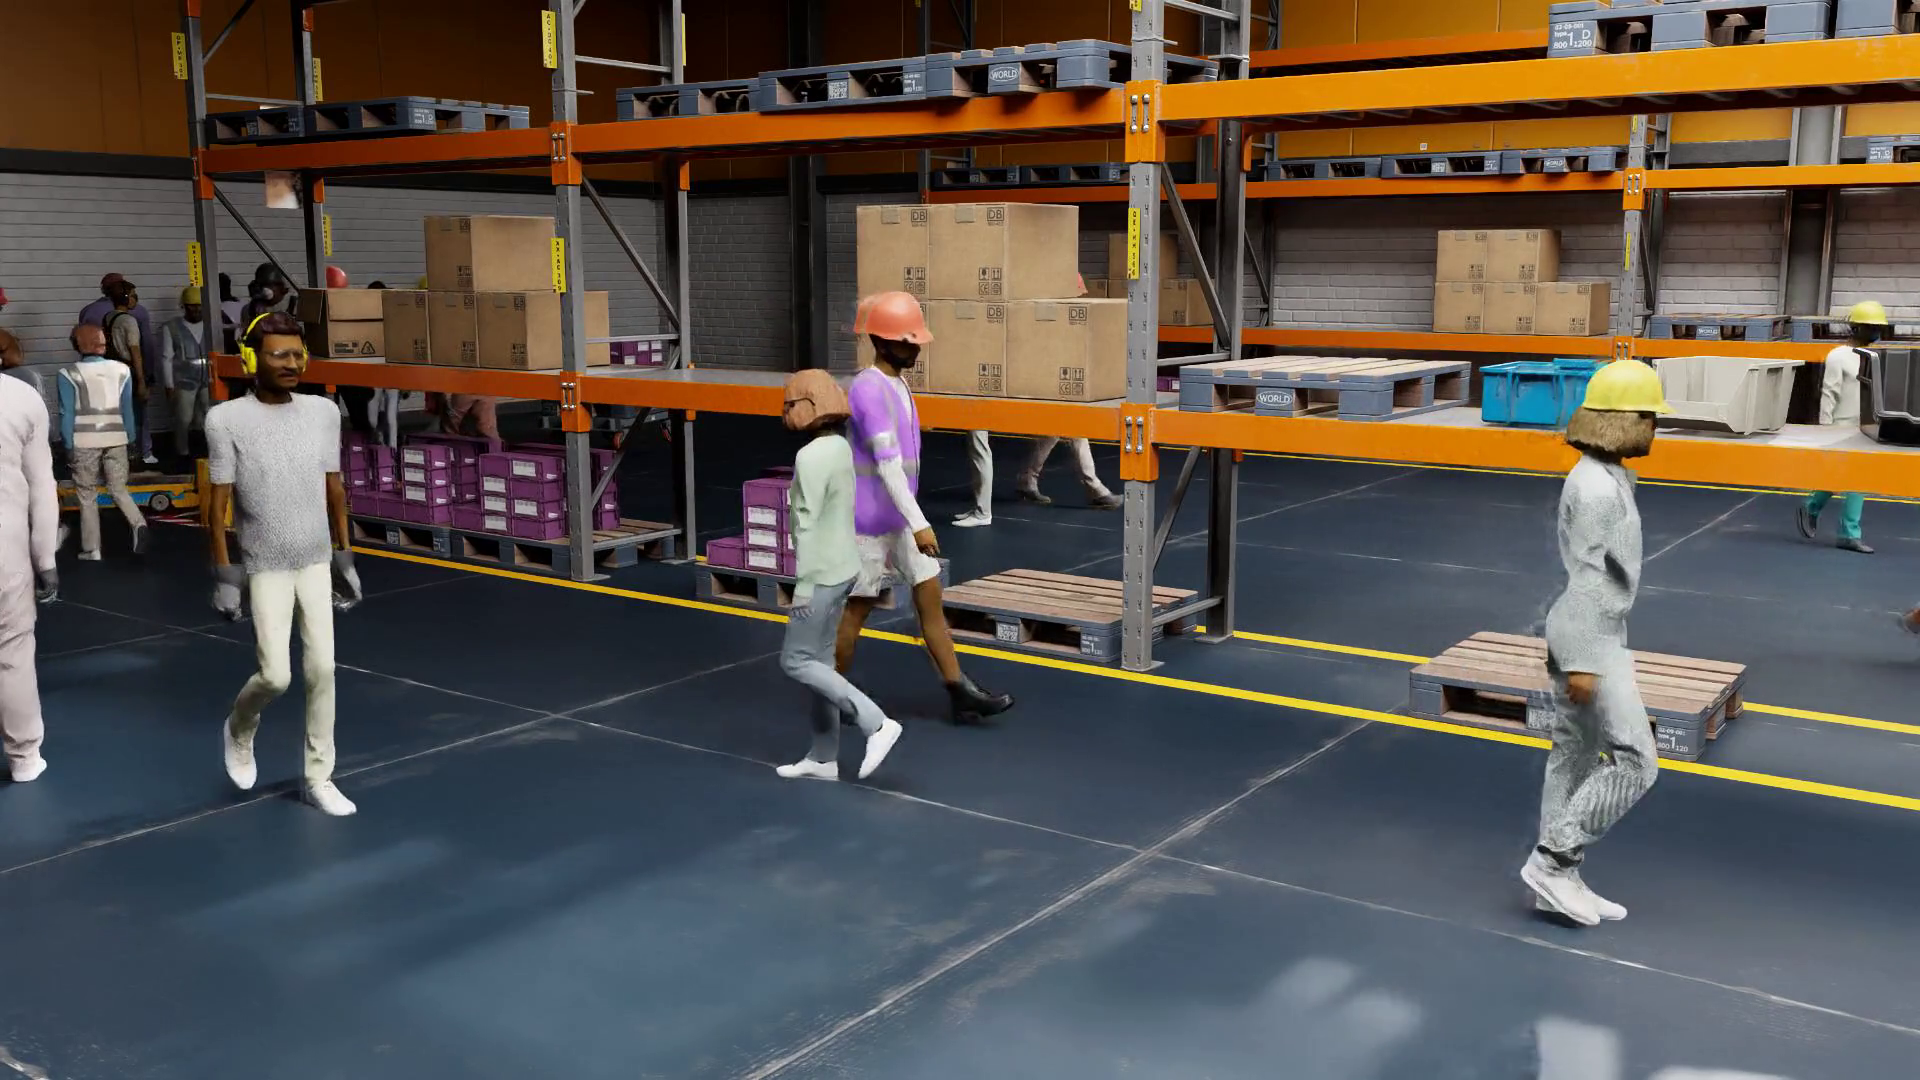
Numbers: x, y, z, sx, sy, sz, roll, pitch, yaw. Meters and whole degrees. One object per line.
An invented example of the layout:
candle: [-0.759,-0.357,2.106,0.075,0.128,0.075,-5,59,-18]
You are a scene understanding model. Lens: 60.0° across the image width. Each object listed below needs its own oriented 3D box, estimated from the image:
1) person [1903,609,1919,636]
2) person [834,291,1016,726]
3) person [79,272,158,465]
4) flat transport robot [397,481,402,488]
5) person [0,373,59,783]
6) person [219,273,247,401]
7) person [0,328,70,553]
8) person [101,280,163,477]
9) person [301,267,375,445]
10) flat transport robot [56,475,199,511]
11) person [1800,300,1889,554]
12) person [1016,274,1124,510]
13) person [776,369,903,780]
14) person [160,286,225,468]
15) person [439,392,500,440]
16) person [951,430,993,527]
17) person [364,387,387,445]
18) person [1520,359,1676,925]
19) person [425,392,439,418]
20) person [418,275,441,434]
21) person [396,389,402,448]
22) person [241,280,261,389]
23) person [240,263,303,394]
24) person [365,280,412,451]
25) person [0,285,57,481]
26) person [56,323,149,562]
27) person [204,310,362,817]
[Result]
person: [5.070,-0.305,8.211,0.446,1.920,0.646,4,10,22]
person: [-0.202,-0.095,7.052,0.952,1.884,0.550,3,10,18]
person: [-8.305,-1.682,16.455,0.643,1.908,0.399,-3,10,-15]
flat transport robot: [-5.495,-0.466,14.073,1.431,0.197,0.652,-7,12,-35]
person: [-3.754,0.036,6.270,0.645,1.908,0.426,-7,12,-34]
person: [-7.707,-1.878,17.678,0.445,1.890,0.837,-2,10,-9]
person: [-6.339,-0.639,11.207,0.513,1.602,0.831,2,10,13]
person: [-7.664,-1.462,15.323,0.518,1.844,0.332,7,12,34]
person: [-5.374,-1.379,14.458,0.653,1.964,0.779,-7,12,-36]
flat transport robot: [-6.862,-0.377,13.547,1.431,0.197,0.652,-4,10,-23]
person: [6.209,-0.795,11.605,0.542,1.750,0.482,-3,10,-16]
person: [0.889,-1.220,13.612,1.031,1.943,0.608,4,10,20]
person: [-0.482,0.154,6.375,0.442,1.612,0.516,2,10,11]
person: [-7.349,-1.535,15.925,0.620,1.800,0.839,-8,13,-41]
person: [-4.239,-1.262,14.130,1.033,1.836,0.650,9,13,42]
person: [0.107,-1.059,12.684,0.370,1.927,0.588,1,10,5]
person: [-5.768,-1.534,16.299,0.547,1.659,0.830,-3,10,-16]
person: [1.940,0.324,5.013,0.373,1.726,0.511,4,10,22]
person: [-5.293,-1.720,17.149,0.532,1.742,0.548,3,10,16]
person: [-5.172,-1.688,16.551,0.623,1.885,0.676,7,12,35]
person: [-5.964,-1.685,17.320,0.557,1.624,0.520,9,13,44]
person: [-6.862,-1.661,16.547,0.535,1.829,0.749,4,10,24]
person: [-6.534,-1.665,15.955,0.693,2.000,0.716,0,10,-2]
person: [-5.442,-1.521,15.700,0.522,1.847,0.481,-2,10,-12]
person: [-8.273,-1.284,14.196,0.989,1.863,0.633,-3,10,-15]
person: [-5.698,-0.636,11.074,0.617,1.615,0.524,7,12,35]
person: [-2.486,0.088,6.097,0.548,1.856,0.520,8,12,40]
